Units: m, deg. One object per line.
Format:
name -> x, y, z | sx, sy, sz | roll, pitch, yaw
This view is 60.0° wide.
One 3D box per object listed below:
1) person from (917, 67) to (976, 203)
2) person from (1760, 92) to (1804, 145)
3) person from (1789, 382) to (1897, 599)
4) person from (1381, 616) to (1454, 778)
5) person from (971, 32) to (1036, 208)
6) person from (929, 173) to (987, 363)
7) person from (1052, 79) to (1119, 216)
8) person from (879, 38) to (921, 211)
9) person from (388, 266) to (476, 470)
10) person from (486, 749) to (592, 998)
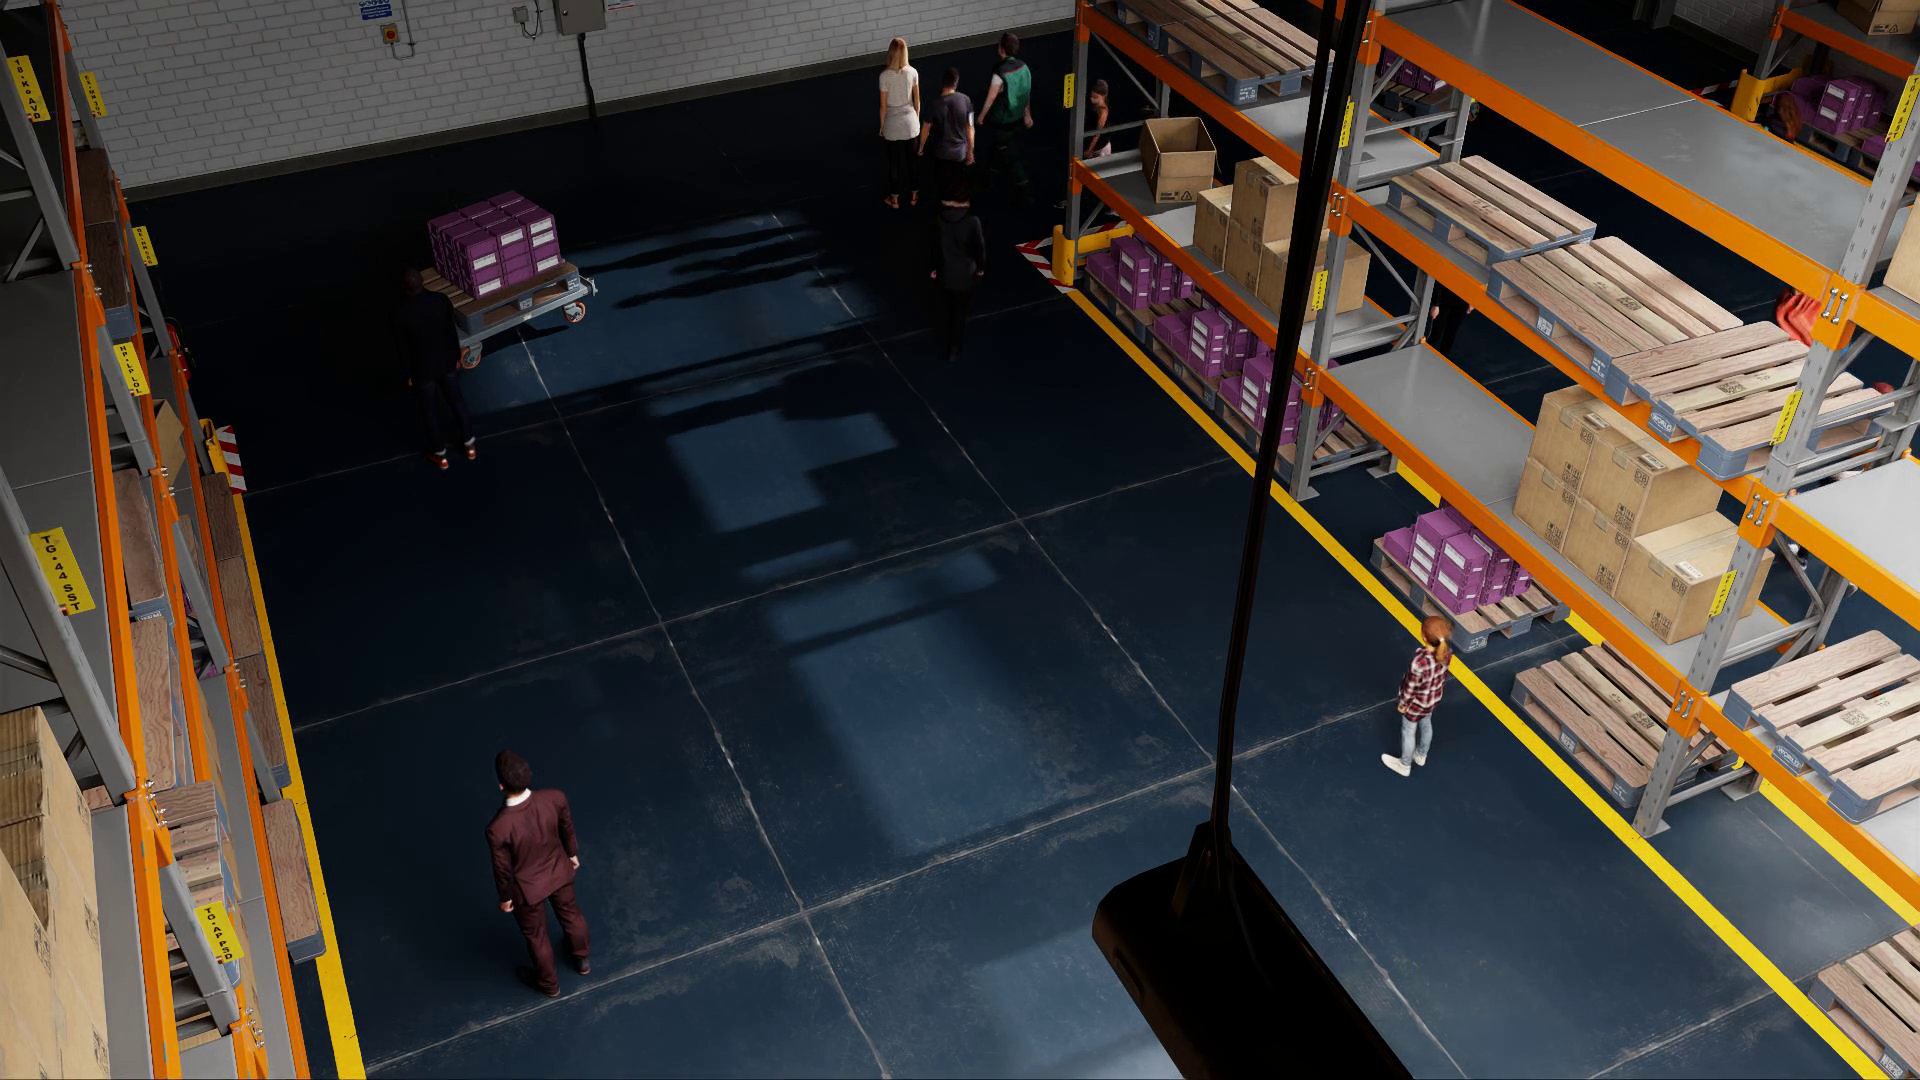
person -> -0.084, -3.826, 16.683 | 0.780, 1.735, 0.993 | -14, 41, -16
person -> 8.210, -3.784, 16.822 | 0.626, 1.497, 0.650 | -9, 39, -11
person -> 6.585, -0.349, 12.298 | 0.864, 1.775, 1.118 | 0, 39, 0
person -> 3.047, 1.023, 10.956 | 0.561, 1.305, 0.537 | -23, 44, -26
person -> 0.542, -4.299, 17.223 | 1.241, 1.800, 1.000 | 26, 45, 29
person -> -0.048, -2.381, 14.868 | 1.032, 1.743, 1.119 | 10, 40, 13
person -> 1.484, -3.985, 17.059 | 0.764, 1.515, 0.982 | -4, 39, -5
person -> -0.614, -4.298, 17.201 | 0.616, 1.827, 0.555 | -12, 40, -14
person -> -4.313, -1.415, 13.597 | 0.745, 1.818, 0.705 | -28, 47, -31
person -> -2.387, 1.890, 9.422 | 0.729, 1.866, 0.760 | 32, 48, 33
